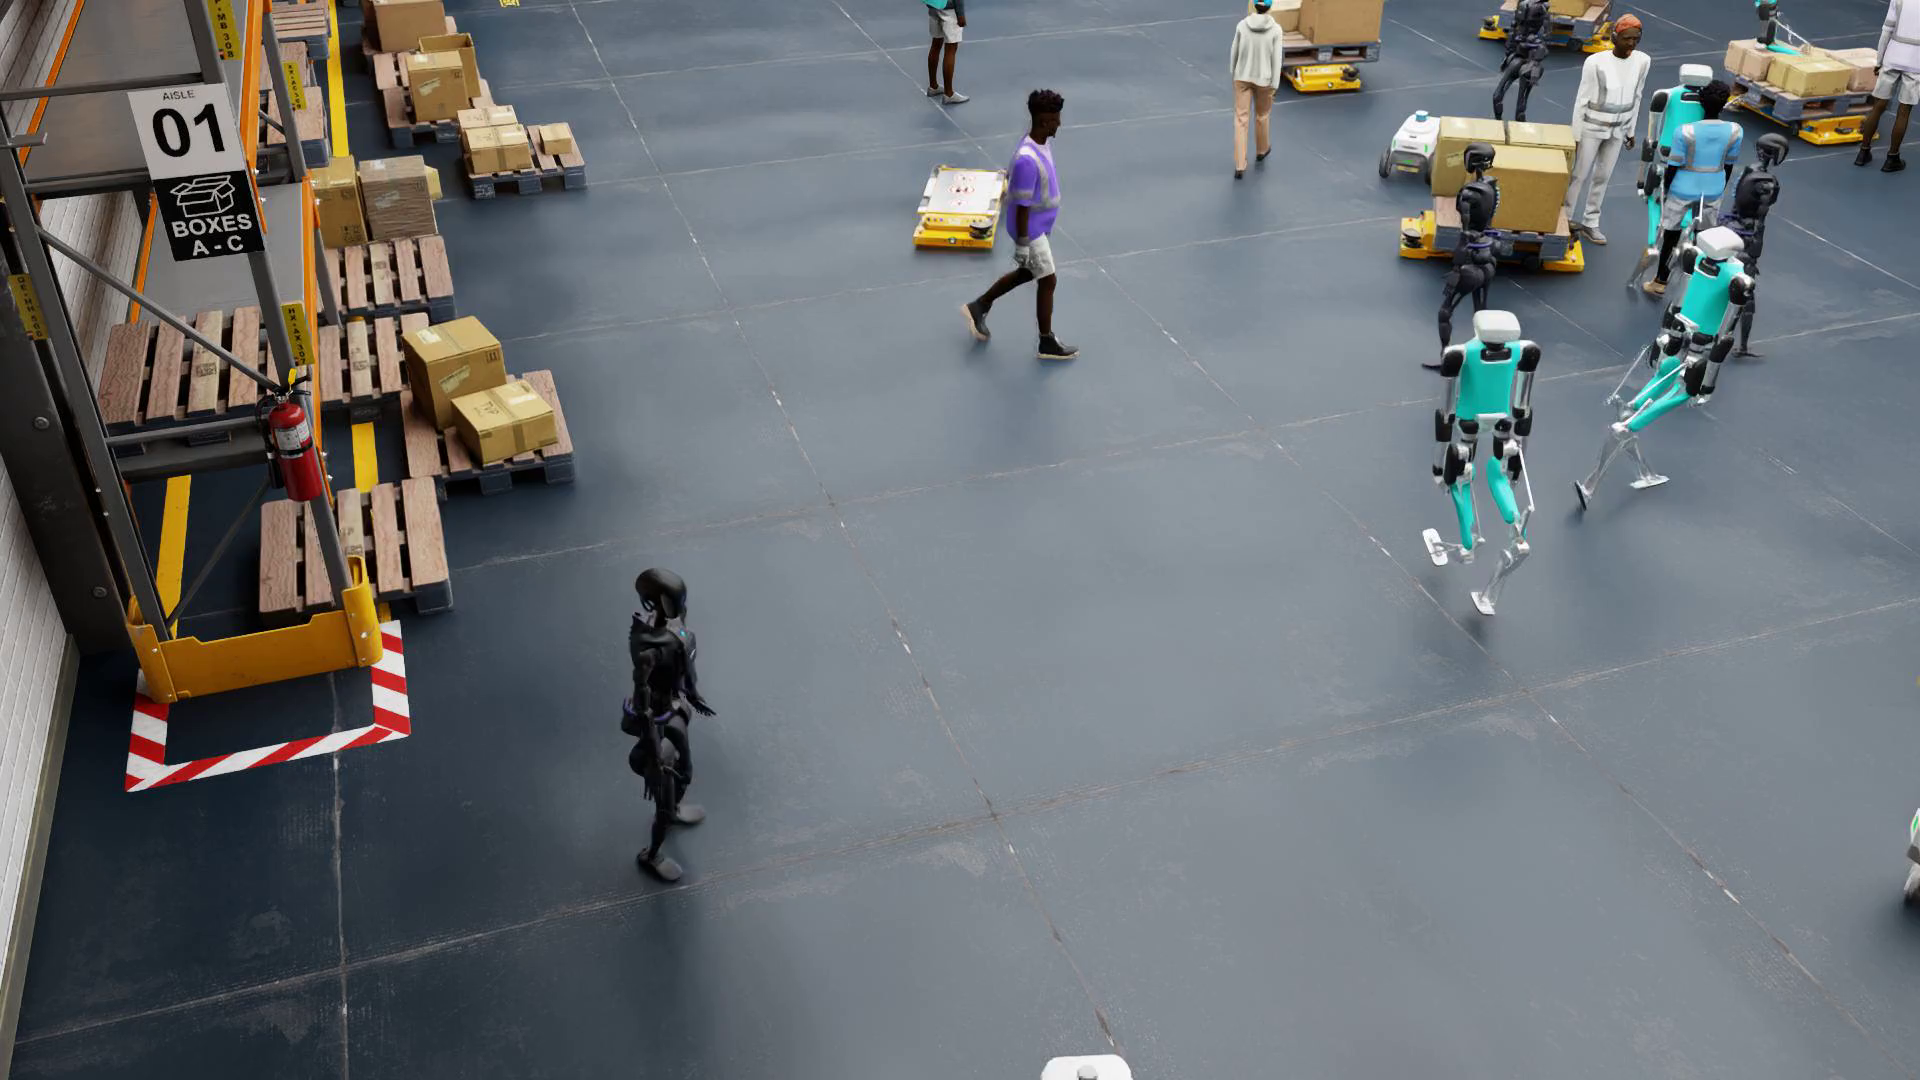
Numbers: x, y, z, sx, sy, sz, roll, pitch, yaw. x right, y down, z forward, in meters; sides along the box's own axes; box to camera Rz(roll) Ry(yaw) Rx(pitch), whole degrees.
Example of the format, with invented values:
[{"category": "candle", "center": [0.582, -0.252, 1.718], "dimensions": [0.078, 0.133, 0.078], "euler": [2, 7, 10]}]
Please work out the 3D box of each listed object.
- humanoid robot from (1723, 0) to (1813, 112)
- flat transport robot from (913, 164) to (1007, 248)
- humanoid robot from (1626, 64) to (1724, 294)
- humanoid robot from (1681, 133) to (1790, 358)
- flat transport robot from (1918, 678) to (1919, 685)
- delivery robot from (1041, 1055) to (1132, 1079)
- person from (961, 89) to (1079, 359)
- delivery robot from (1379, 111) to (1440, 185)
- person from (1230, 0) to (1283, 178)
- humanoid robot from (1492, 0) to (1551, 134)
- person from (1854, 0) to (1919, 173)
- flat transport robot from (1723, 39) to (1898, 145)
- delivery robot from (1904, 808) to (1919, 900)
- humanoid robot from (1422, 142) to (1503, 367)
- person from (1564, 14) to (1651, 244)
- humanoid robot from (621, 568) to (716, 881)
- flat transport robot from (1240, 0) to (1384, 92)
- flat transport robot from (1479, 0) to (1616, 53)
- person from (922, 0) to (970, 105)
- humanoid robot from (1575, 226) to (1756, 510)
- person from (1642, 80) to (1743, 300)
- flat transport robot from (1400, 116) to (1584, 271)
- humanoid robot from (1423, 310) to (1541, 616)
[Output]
[{"category": "humanoid robot", "center": [7.994, -4.866, 16.005], "dimensions": [0.977, 1.744, 0.537], "euler": [15, 36, 22]}, {"category": "flat transport robot", "center": [0.019, -2.869, 14.259], "dimensions": [0.659, 0.231, 1.431], "euler": [4, 33, 5]}, {"category": "humanoid robot", "center": [5.402, -2.603, 12.526], "dimensions": [0.546, 1.808, 0.710], "euler": [3, 33, 5]}, {"category": "humanoid robot", "center": [5.570, -2.080, 11.776], "dimensions": [0.636, 1.642, 0.604], "euler": [4, 33, 6]}, {"category": "flat transport robot", "center": [5.845, 0.780, 8.662], "dimensions": [1.431, 0.231, 0.659], "euler": [-8, 34, -12]}, {"category": "delivery robot", "center": [0.493, 2.274, 6.124], "dimensions": [0.499, 0.610, 0.814], "euler": [-2, 33, -3]}, {"category": "person", "center": [0.430, -2.243, 11.791], "dimensions": [0.848, 1.926, 0.637], "euler": [6, 34, 9]}, {"category": "delivery robot", "center": [4.151, -3.595, 15.102], "dimensions": [0.499, 0.586, 0.765], "euler": [15, 36, 21]}, {"category": "person", "center": [2.654, -4.142, 14.947], "dimensions": [0.467, 1.645, 0.762], "euler": [9, 34, 13]}, {"category": "humanoid robot", "center": [5.197, -4.451, 15.394], "dimensions": [0.397, 1.655, 0.615], "euler": [-9, 34, -13]}, {"category": "person", "center": [8.476, -4.272, 14.884], "dimensions": [0.358, 1.939, 0.543], "euler": [-26, 41, -34]}, {"category": "flat transport robot", "center": [8.252, -4.208, 16.312], "dimensions": [0.659, 0.231, 1.431], "euler": [-8, 34, -12]}, {"category": "delivery robot", "center": [4.597, 1.489, 7.330], "dimensions": [0.524, 0.614, 0.785], "euler": [-19, 37, -26]}, {"category": "humanoid robot", "center": [3.595, -1.945, 11.564], "dimensions": [0.459, 1.636, 0.608], "euler": [21, 39, 29]}, {"category": "person", "center": [5.199, -3.294, 13.434], "dimensions": [0.576, 1.881, 0.347], "euler": [-7, 34, -10]}, {"category": "humanoid robot", "center": [-1.331, 0.795, 7.354], "dimensions": [0.405, 1.632, 0.602], "euler": [6, 34, 9]}, {"category": "flat transport robot", "center": [3.681, -5.074, 17.640], "dimensions": [0.659, 0.231, 1.431], "euler": [-5, 33, -8]}, {"category": "flat transport robot", "center": [6.615, -5.693, 18.590], "dimensions": [1.431, 0.231, 0.659], "euler": [17, 37, 24]}, {"category": "person", "center": [-0.142, -5.316, 16.495], "dimensions": [0.454, 1.931, 0.554], "euler": [-19, 38, -27]}, {"category": "humanoid robot", "center": [4.136, -0.985, 10.049], "dimensions": [0.903, 1.807, 0.547], "euler": [-10, 34, -15]}, {"category": "person", "center": [5.548, -2.628, 12.580], "dimensions": [0.530, 1.696, 0.322], "euler": [1, 33, 1]}, {"category": "flat transport robot", "center": [4.353, -2.464, 13.638], "dimensions": [1.431, 0.231, 0.659], "euler": [7, 34, 11]}, {"category": "humanoid robot", "center": [2.868, -0.351, 9.052], "dimensions": [0.549, 1.730, 1.026], "euler": [-2, 33, -4]}]
